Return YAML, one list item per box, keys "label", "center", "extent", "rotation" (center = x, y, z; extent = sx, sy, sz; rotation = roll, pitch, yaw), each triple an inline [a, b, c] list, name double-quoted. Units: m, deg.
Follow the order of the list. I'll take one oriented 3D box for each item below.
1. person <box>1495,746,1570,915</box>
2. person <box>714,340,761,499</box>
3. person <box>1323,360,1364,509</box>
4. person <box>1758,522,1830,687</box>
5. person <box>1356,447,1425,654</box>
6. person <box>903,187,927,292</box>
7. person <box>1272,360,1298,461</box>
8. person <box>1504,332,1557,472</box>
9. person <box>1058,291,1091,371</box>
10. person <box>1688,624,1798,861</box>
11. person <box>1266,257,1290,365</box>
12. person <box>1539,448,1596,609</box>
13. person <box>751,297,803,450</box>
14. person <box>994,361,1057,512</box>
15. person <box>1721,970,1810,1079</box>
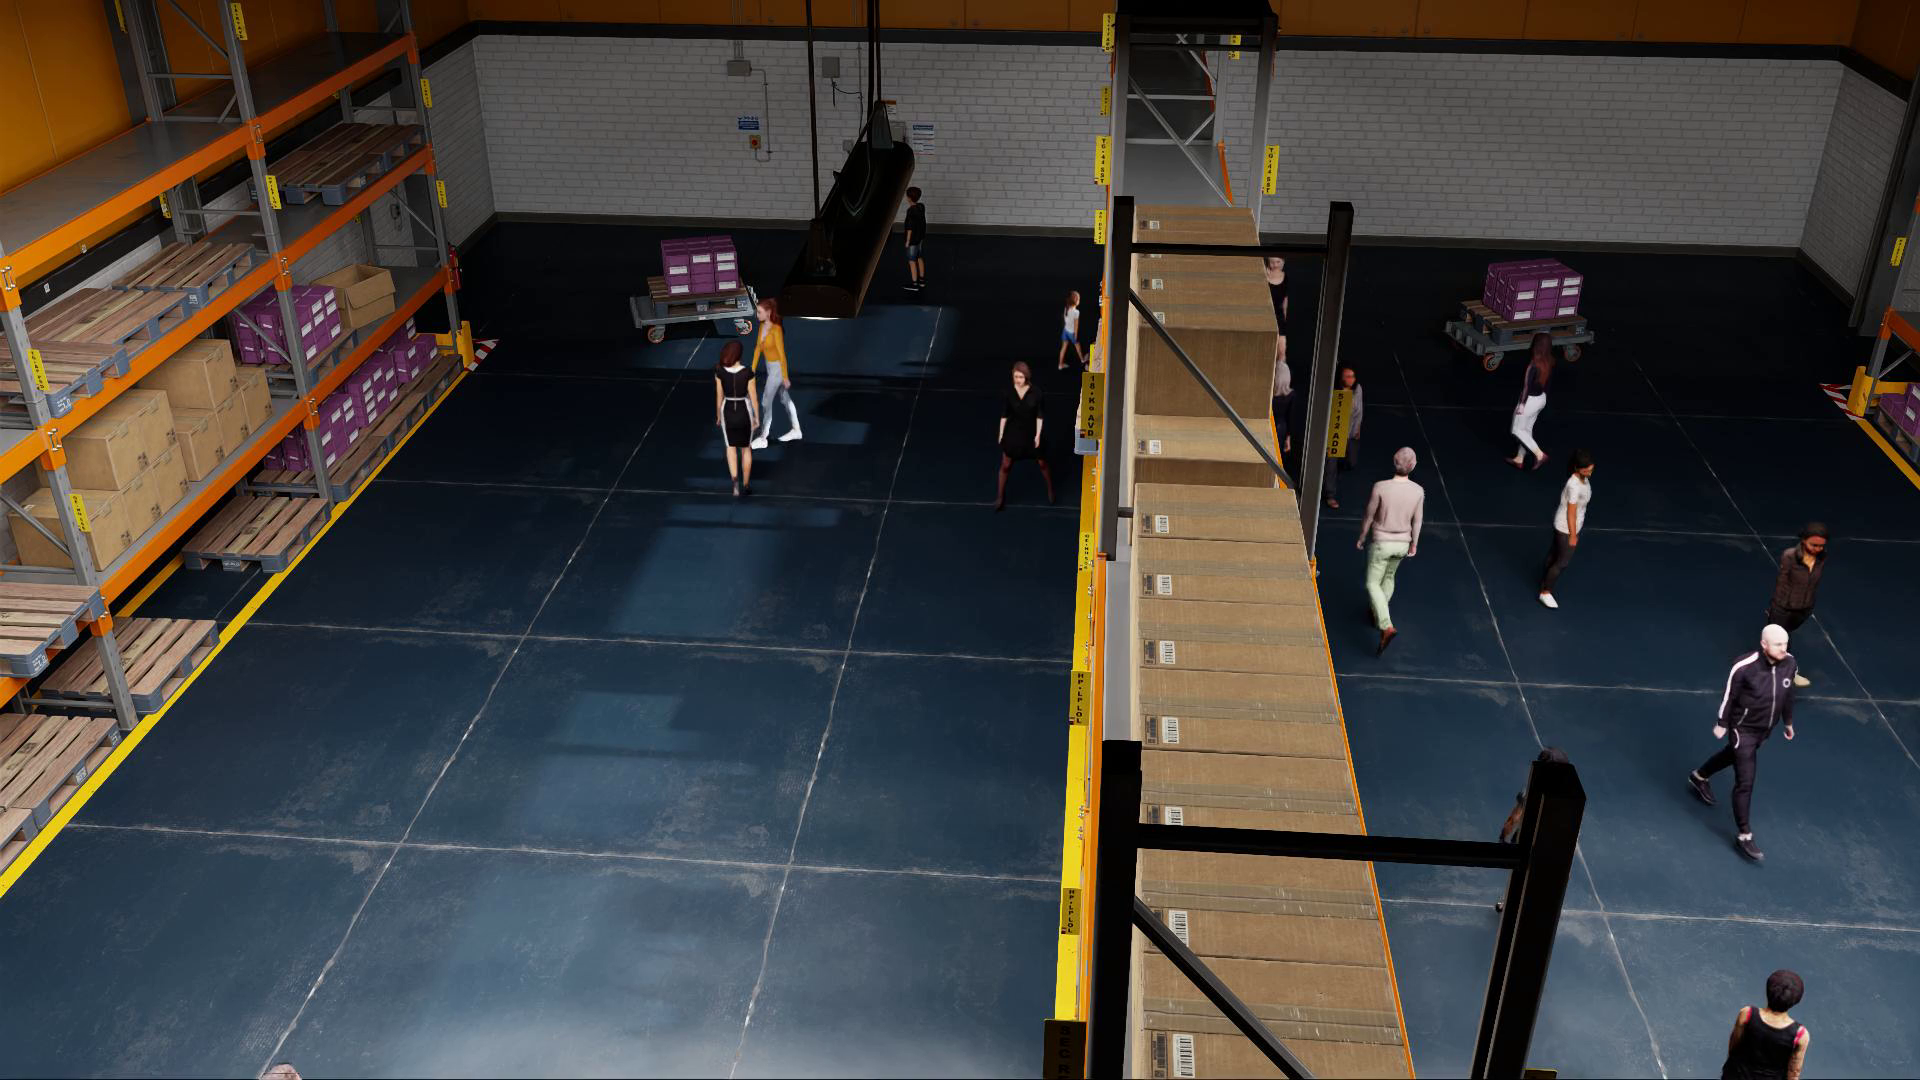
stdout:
- label: "person"
  center: [3.875, 2.192, 11.154]
  extent: [0.665, 1.686, 1.124]
  rotation: [0, 29, -1]
- label: "person"
  center: [-2.319, -1.196, 17.261]
  extent: [0.629, 1.786, 0.747]
  rotation: [1, 29, 1]
- label: "person"
  center: [3.941, -1.157, 17.387]
  extent: [0.779, 1.597, 0.872]
  rotation: [-8, 30, -15]
- label: "person"
  center: [7.070, 0.638, 14.031]
  extent: [0.753, 1.658, 0.651]
  rotation: [2, 29, 4]
- label: "person"
  center: [3.839, 0.099, 14.823]
  extent: [0.841, 1.846, 1.179]
  rotation: [-3, 29, -5]
- label: "person"
  center: [-0.635, -4.203, 23.127]
  extent: [0.675, 1.446, 0.571]
  rotation: [16, 33, 27]
- label: "person"
  center: [3.163, -0.953, 16.915]
  extent: [0.681, 1.690, 1.193]
  rotation: [-1, 29, -2]
- label: "person"
  center: [6.199, -1.449, 17.924]
  extent: [0.855, 1.595, 0.917]
  rotation: [-21, 35, -34]
- label: "person"
  center: [1.342, -2.580, 20.621]
  extent: [0.756, 0.997, 0.697]
  rotation: [-21, 35, -34]
- label: "person"
  center: [5.887, 1.375, 12.544]
  extent: [1.000, 1.788, 1.315]
  rotation: [-8, 30, -15]
- label: "person"
  center: [3.651, -2.632, 19.886]
  extent: [0.822, 1.793, 1.072]
  rotation: [-8, 30, -14]
- label: "person"
  center: [5.650, -0.170, 15.554]
  extent: [0.839, 1.620, 0.573]
  rotation: [4, 29, 7]
- label: "person"
  center: [-1.976, -1.890, 18.600]
  extent: [0.962, 1.722, 0.987]
  rotation: [-15, 32, -26]
- label: "person"
  center: [0.614, -1.067, 17.141]
  extent: [0.786, 1.673, 0.672]
  rotation: [4, 29, 8]
- label: "person"
  center: [4.563, 3.143, 9.560]
  extent: [0.641, 1.543, 0.706]
  rotation: [15, 32, 26]
